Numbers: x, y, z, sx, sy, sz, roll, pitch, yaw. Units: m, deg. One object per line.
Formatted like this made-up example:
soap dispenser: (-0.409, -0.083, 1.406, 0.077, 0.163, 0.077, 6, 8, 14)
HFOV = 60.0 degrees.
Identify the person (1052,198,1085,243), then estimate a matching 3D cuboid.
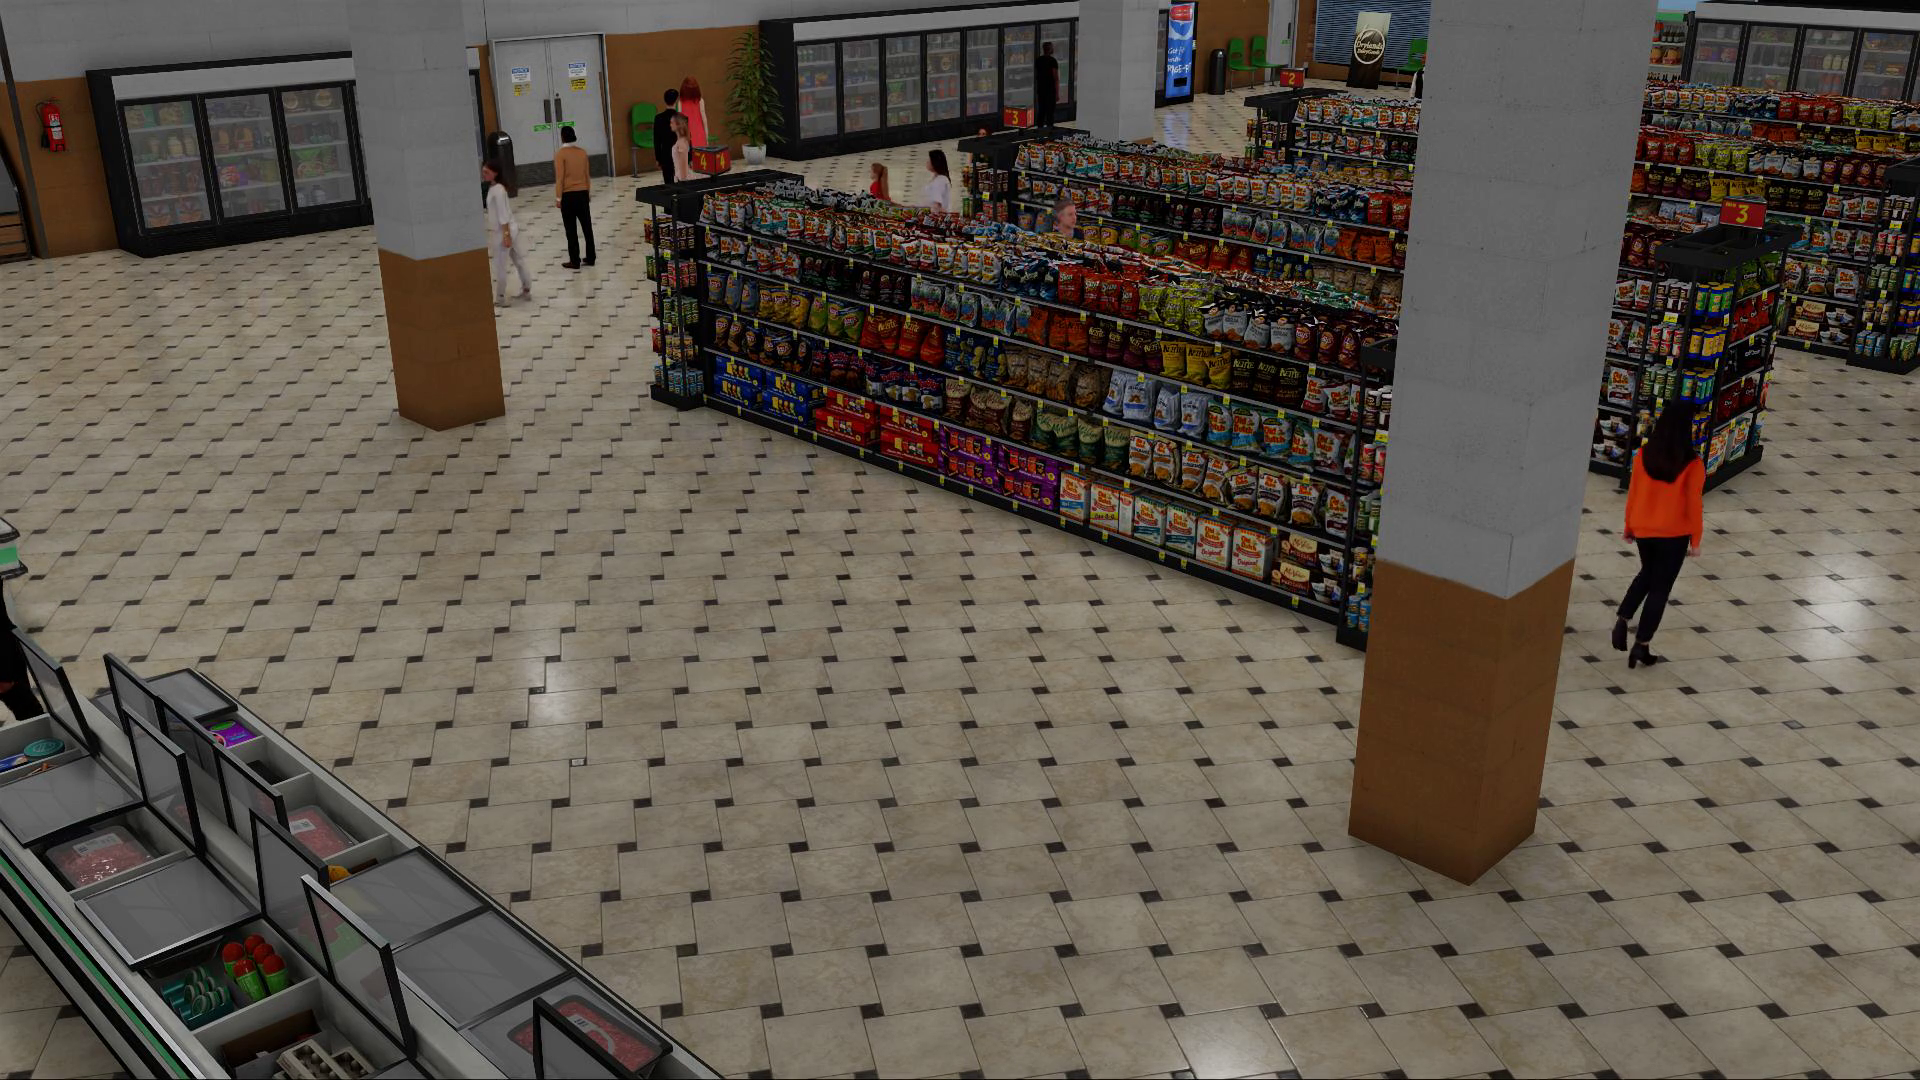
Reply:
person: (0.919, -2.300, 15.794, 0.786, 1.825, 1.188, -16, 27, -34)

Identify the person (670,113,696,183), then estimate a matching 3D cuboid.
person: (-3.456, -4.591, 21.500, 0.891, 1.821, 0.864, -4, 22, -9)

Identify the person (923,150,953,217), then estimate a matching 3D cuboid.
person: (-0.172, -3.761, 19.639, 0.994, 1.668, 0.936, 0, 22, 0)

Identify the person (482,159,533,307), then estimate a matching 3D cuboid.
person: (-5.175, -3.531, 19.078, 0.949, 1.661, 0.893, -3, 22, -7)

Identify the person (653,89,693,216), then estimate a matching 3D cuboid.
person: (-3.999, -5.340, 23.271, 0.768, 1.892, 0.847, 2, 22, 5)

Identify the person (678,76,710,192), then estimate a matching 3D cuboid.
person: (-4.049, -6.107, 25.266, 0.642, 1.827, 0.733, 3, 22, 7)

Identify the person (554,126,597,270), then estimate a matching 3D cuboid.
person: (-4.849, -4.307, 20.885, 0.570, 1.753, 0.666, 18, 28, 38)

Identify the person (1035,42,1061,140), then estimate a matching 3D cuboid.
person: (1.590, -8.187, 30.454, 0.494, 1.819, 0.726, 19, 29, 39)

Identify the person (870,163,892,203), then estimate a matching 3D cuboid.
person: (-0.963, -4.127, 21.084, 0.747, 1.271, 0.611, 10, 24, 24)

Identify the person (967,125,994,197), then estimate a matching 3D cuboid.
person: (0.314, -4.419, 21.201, 0.581, 1.726, 0.704, 8, 23, 20)

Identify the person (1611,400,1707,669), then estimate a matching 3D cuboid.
person: (4.242, -0.002, 10.192, 0.768, 1.738, 0.671, -11, 24, -26)
